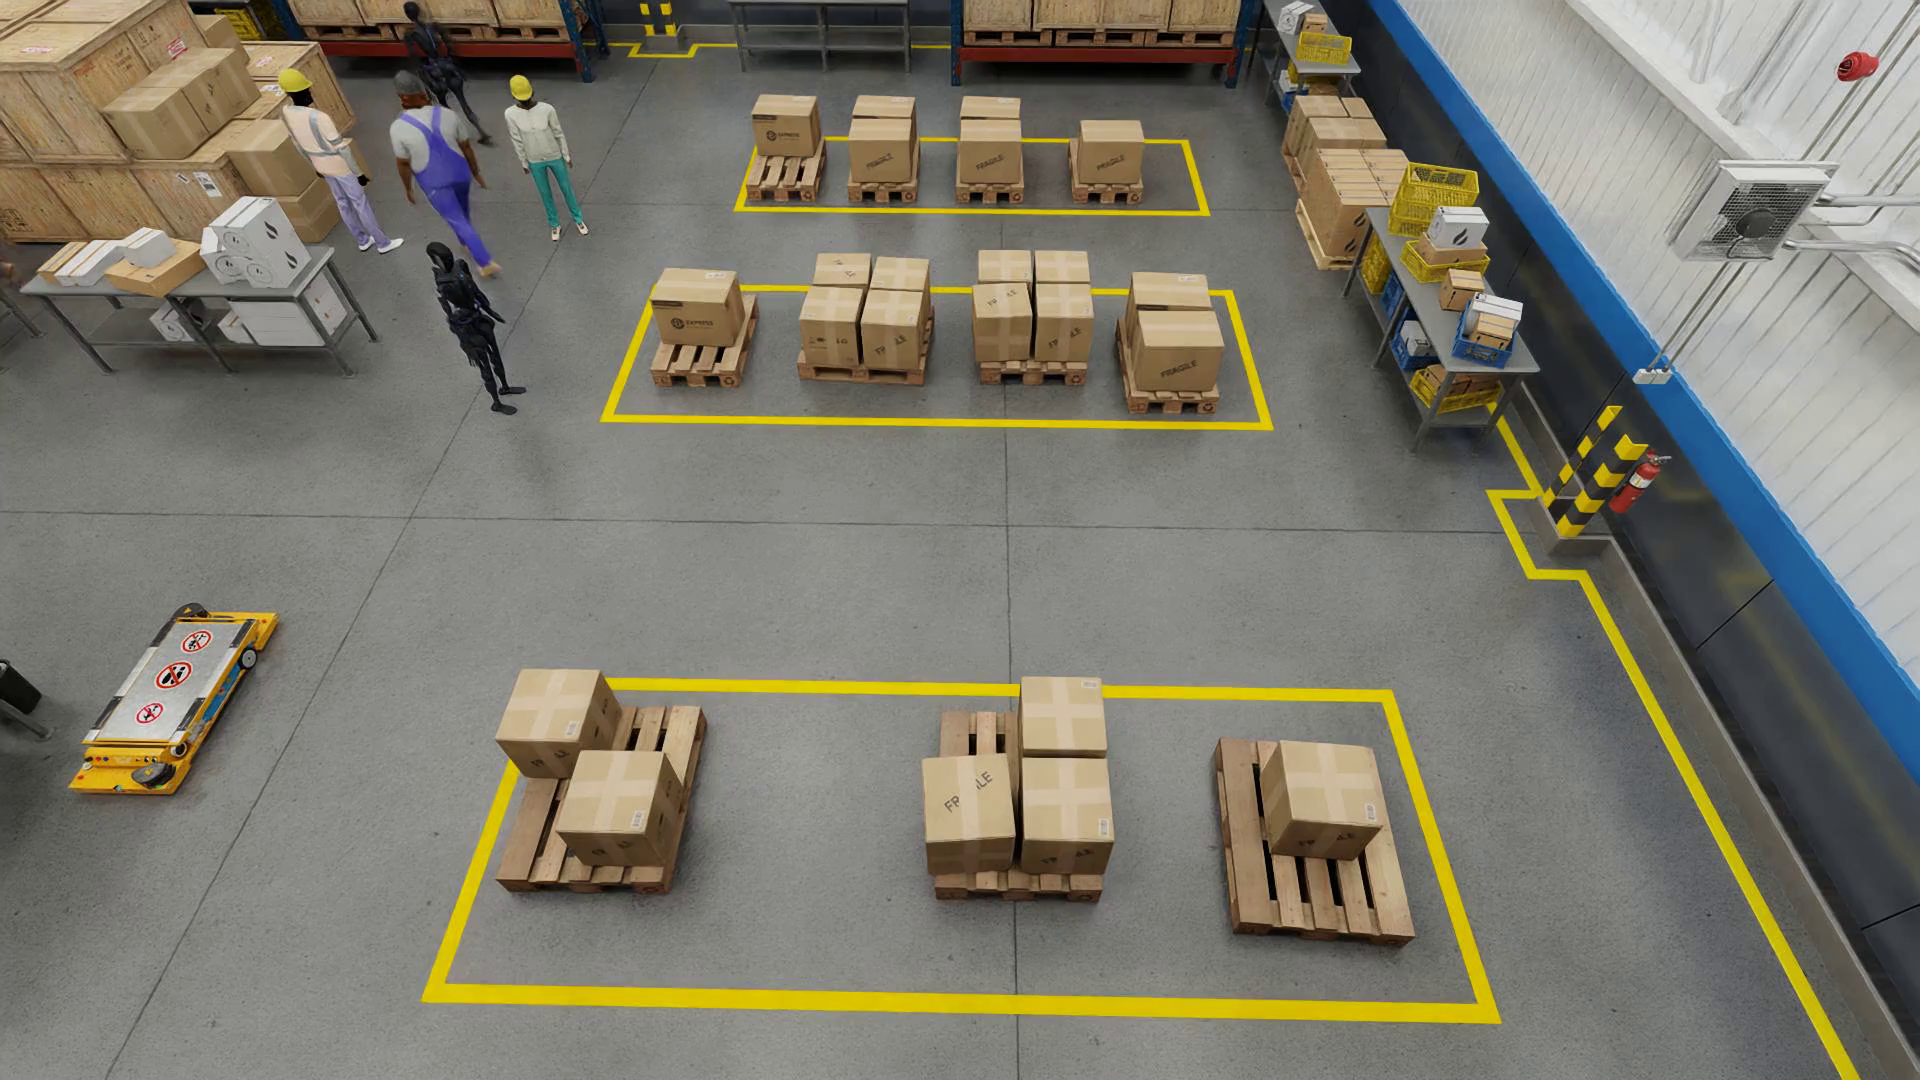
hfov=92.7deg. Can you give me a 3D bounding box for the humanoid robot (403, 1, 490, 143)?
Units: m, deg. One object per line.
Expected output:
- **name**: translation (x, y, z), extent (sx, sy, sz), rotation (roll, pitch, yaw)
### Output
- **humanoid robot**: translation (-6.358, -5.738, 11.323), extent (0.686, 1.628, 0.600), rotation (30, 56, 23)

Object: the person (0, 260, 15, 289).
- **person**: translation (-10.229, -3.383, 9.110), extent (0.583, 1.968, 0.636), rotation (3, 50, 2)

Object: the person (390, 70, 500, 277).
- **person**: translation (-5.289, -3.738, 9.371), extent (1.003, 2.000, 0.735), rotation (35, 58, 26)

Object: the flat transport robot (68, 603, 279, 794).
- **flat transport robot**: translation (-5.504, 1.072, 6.442), extent (0.652, 0.197, 1.431), rotation (1, 50, 1)

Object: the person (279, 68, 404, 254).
- **person**: translation (-6.537, -3.923, 9.600), extent (0.594, 1.925, 0.369), rotation (12, 51, 10)

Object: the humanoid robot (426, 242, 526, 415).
- **humanoid robot**: translation (-4.225, -1.858, 8.009), extent (0.310, 1.655, 0.616), rotation (1, 50, 1)

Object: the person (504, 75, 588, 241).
- **person**: translation (-4.454, -4.090, 9.848), extent (0.522, 1.765, 0.319), rotation (-16, 52, -13)
